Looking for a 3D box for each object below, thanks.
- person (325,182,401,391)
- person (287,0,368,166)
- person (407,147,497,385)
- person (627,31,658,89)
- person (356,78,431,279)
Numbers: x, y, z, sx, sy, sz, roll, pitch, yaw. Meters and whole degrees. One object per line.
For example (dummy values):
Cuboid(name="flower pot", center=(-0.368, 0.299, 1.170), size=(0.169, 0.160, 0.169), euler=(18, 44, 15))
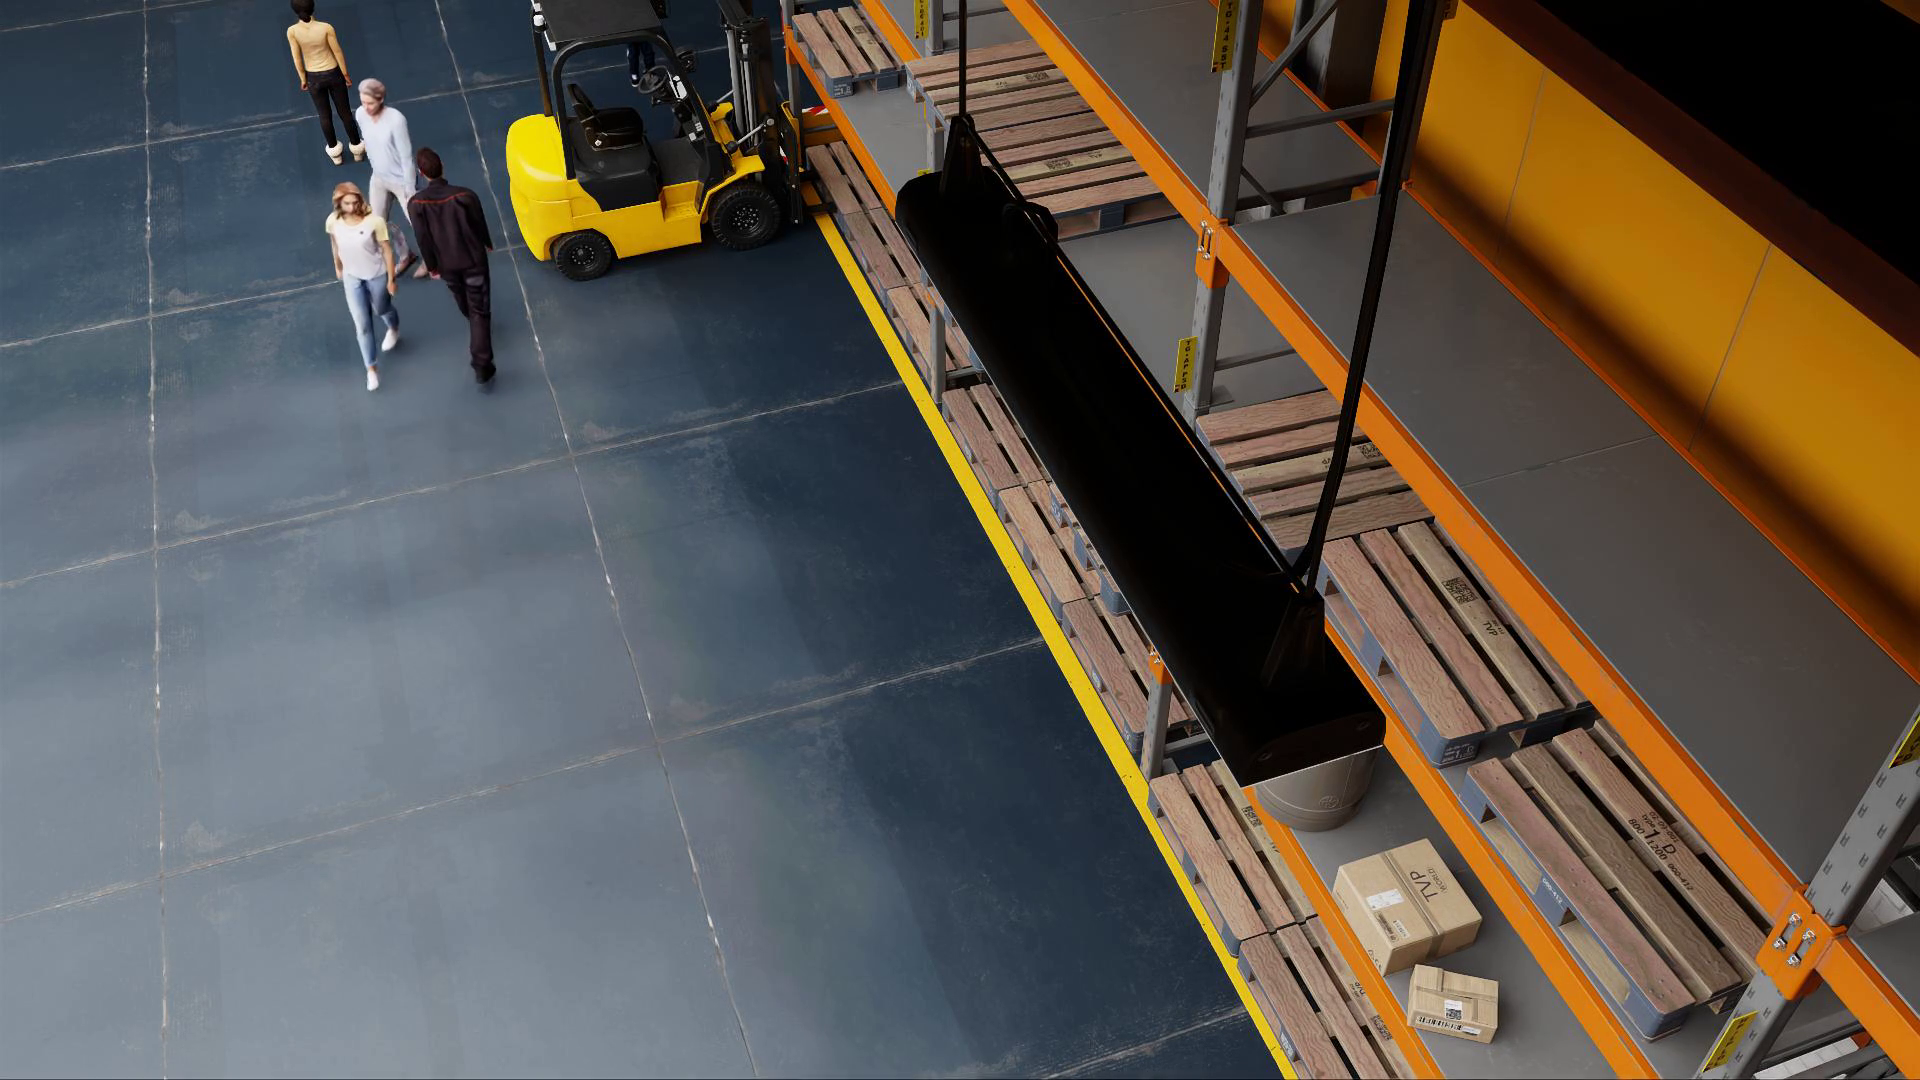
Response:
Cuboid(name="person", center=(-4.589, -2.093, 13.004), size=(0.930, 1.670, 1.174), euler=(1, 44, 2))
Cuboid(name="person", center=(-5.840, -4.248, 15.274), size=(0.619, 1.659, 0.561), euler=(-10, 44, -10))
Cuboid(name="person", center=(-3.851, -2.081, 12.853), size=(0.959, 1.861, 1.332), euler=(-1, 44, -1))
Cuboid(name="person", center=(-3.192, -5.097, 16.457), size=(0.552, 1.256, 0.551), euler=(-2, 44, -2))
Cuboid(name="person", center=(-4.636, -3.049, 13.859), size=(0.833, 1.874, 0.894), euler=(18, 47, 18))
